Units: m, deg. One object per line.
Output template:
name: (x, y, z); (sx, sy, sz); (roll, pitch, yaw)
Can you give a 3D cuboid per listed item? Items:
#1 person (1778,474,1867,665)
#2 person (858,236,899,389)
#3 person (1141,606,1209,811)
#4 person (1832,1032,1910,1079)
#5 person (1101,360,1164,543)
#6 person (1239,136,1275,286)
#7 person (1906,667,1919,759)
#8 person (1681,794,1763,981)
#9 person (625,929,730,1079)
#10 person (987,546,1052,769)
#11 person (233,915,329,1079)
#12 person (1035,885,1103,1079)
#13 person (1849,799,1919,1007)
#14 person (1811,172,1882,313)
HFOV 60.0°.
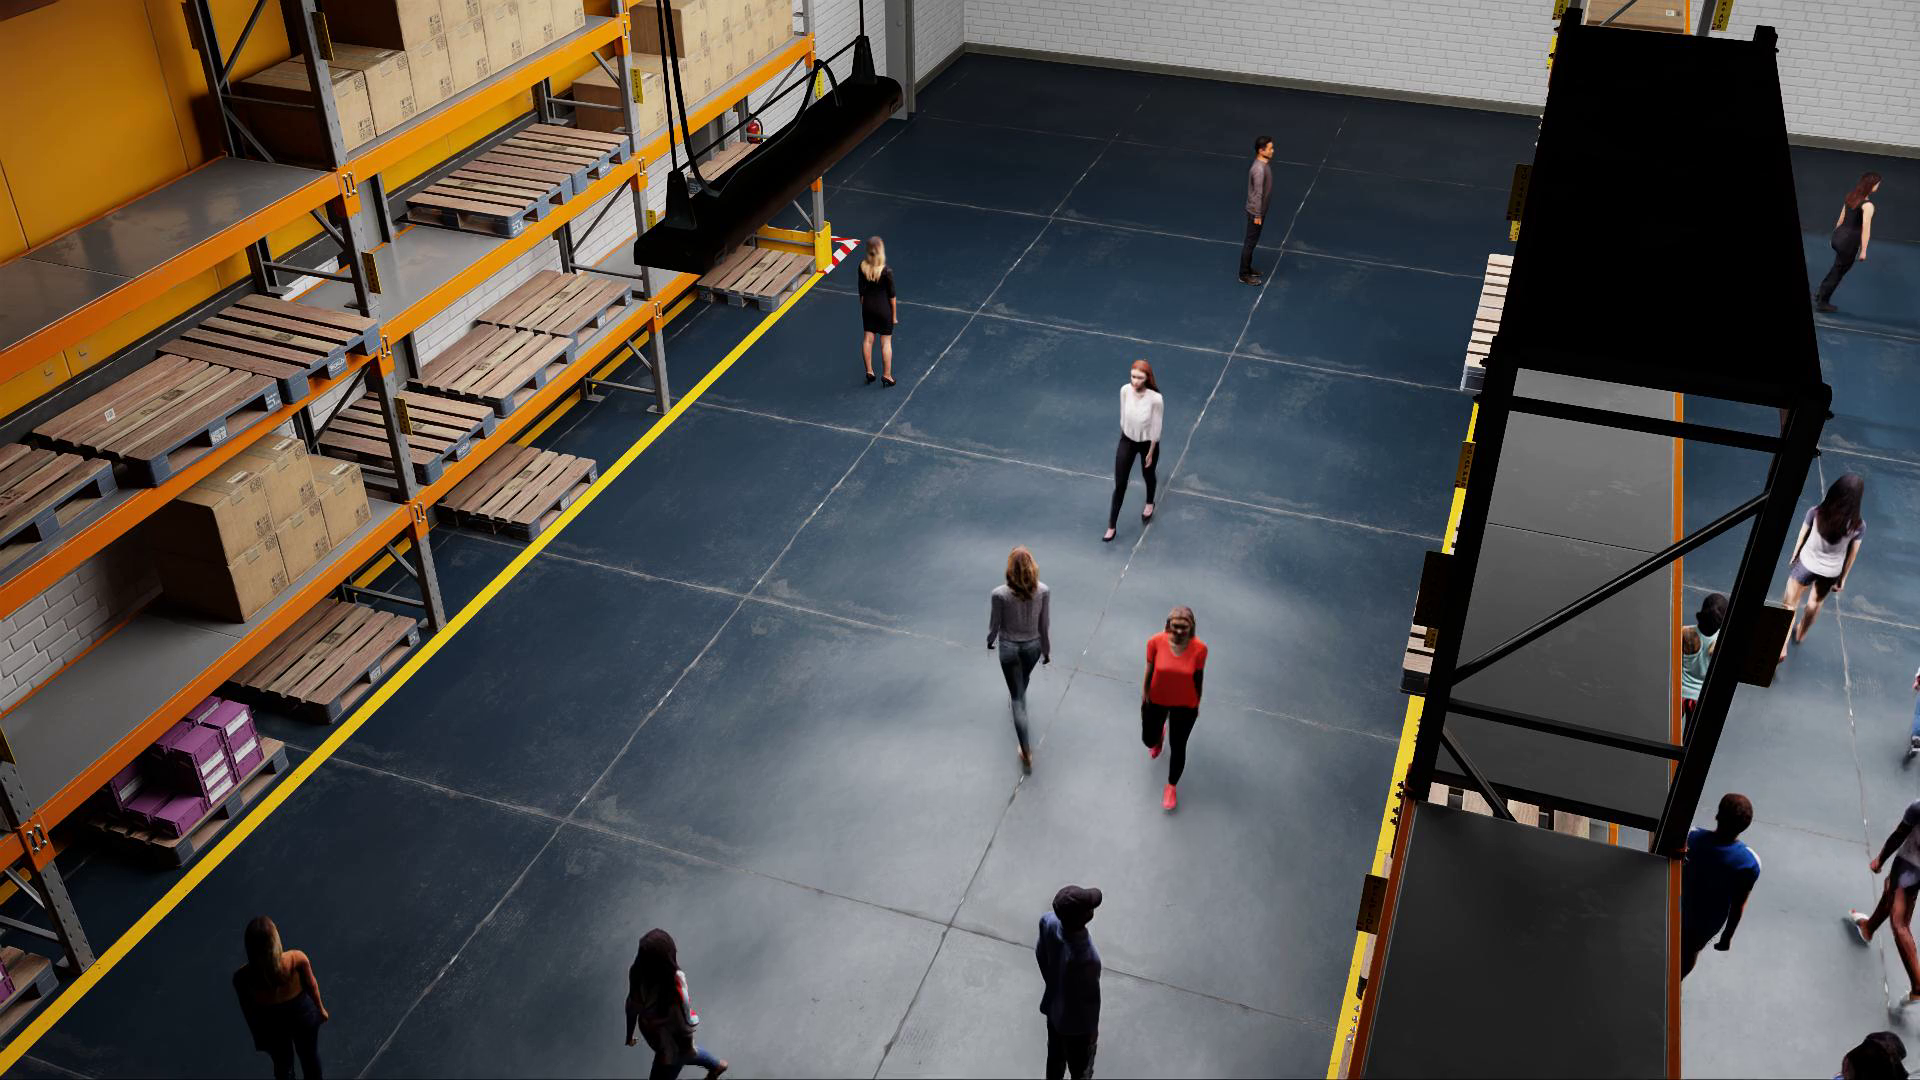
person: (6.883, 0.260, 13.372); (0.623, 1.680, 1.023); (14, 36, 20)
person: (-0.863, -2.377, 17.343); (0.571, 1.676, 0.484); (15, 36, 21)
person: (1.539, 1.131, 12.061); (0.656, 1.681, 0.899); (7, 34, 10)
person: (4.789, 3.234, 8.953); (0.631, 1.618, 0.593); (6, 34, 9)
person: (1.666, -0.852, 15.015); (0.751, 1.712, 1.167); (17, 37, 24)
person: (3.489, -3.896, 19.547); (0.465, 1.767, 0.713); (-27, 42, -34)
person: (7.366, 1.120, 12.508); (0.575, 1.205, 0.806); (16, 37, 23)
person: (4.438, 2.330, 10.114); (0.713, 1.838, 1.211); (13, 36, 19)
person: (-1.641, 2.819, 9.618); (0.836, 1.574, 1.164); (23, 40, 31)
person: (0.452, 0.902, 12.353); (0.991, 1.739, 1.252); (-4, 34, -7)
person: (-3.854, 2.828, 9.566); (0.847, 1.617, 0.918); (-13, 36, -19)
person: (0.641, 2.681, 9.542); (0.783, 1.888, 0.740); (-18, 37, -24)
person: (6.078, 2.164, 10.507); (0.965, 1.681, 1.256); (-3, 34, -5)
person: (9.946, -3.345, 18.796); (0.757, 1.680, 0.659); (-2, 34, -2)
